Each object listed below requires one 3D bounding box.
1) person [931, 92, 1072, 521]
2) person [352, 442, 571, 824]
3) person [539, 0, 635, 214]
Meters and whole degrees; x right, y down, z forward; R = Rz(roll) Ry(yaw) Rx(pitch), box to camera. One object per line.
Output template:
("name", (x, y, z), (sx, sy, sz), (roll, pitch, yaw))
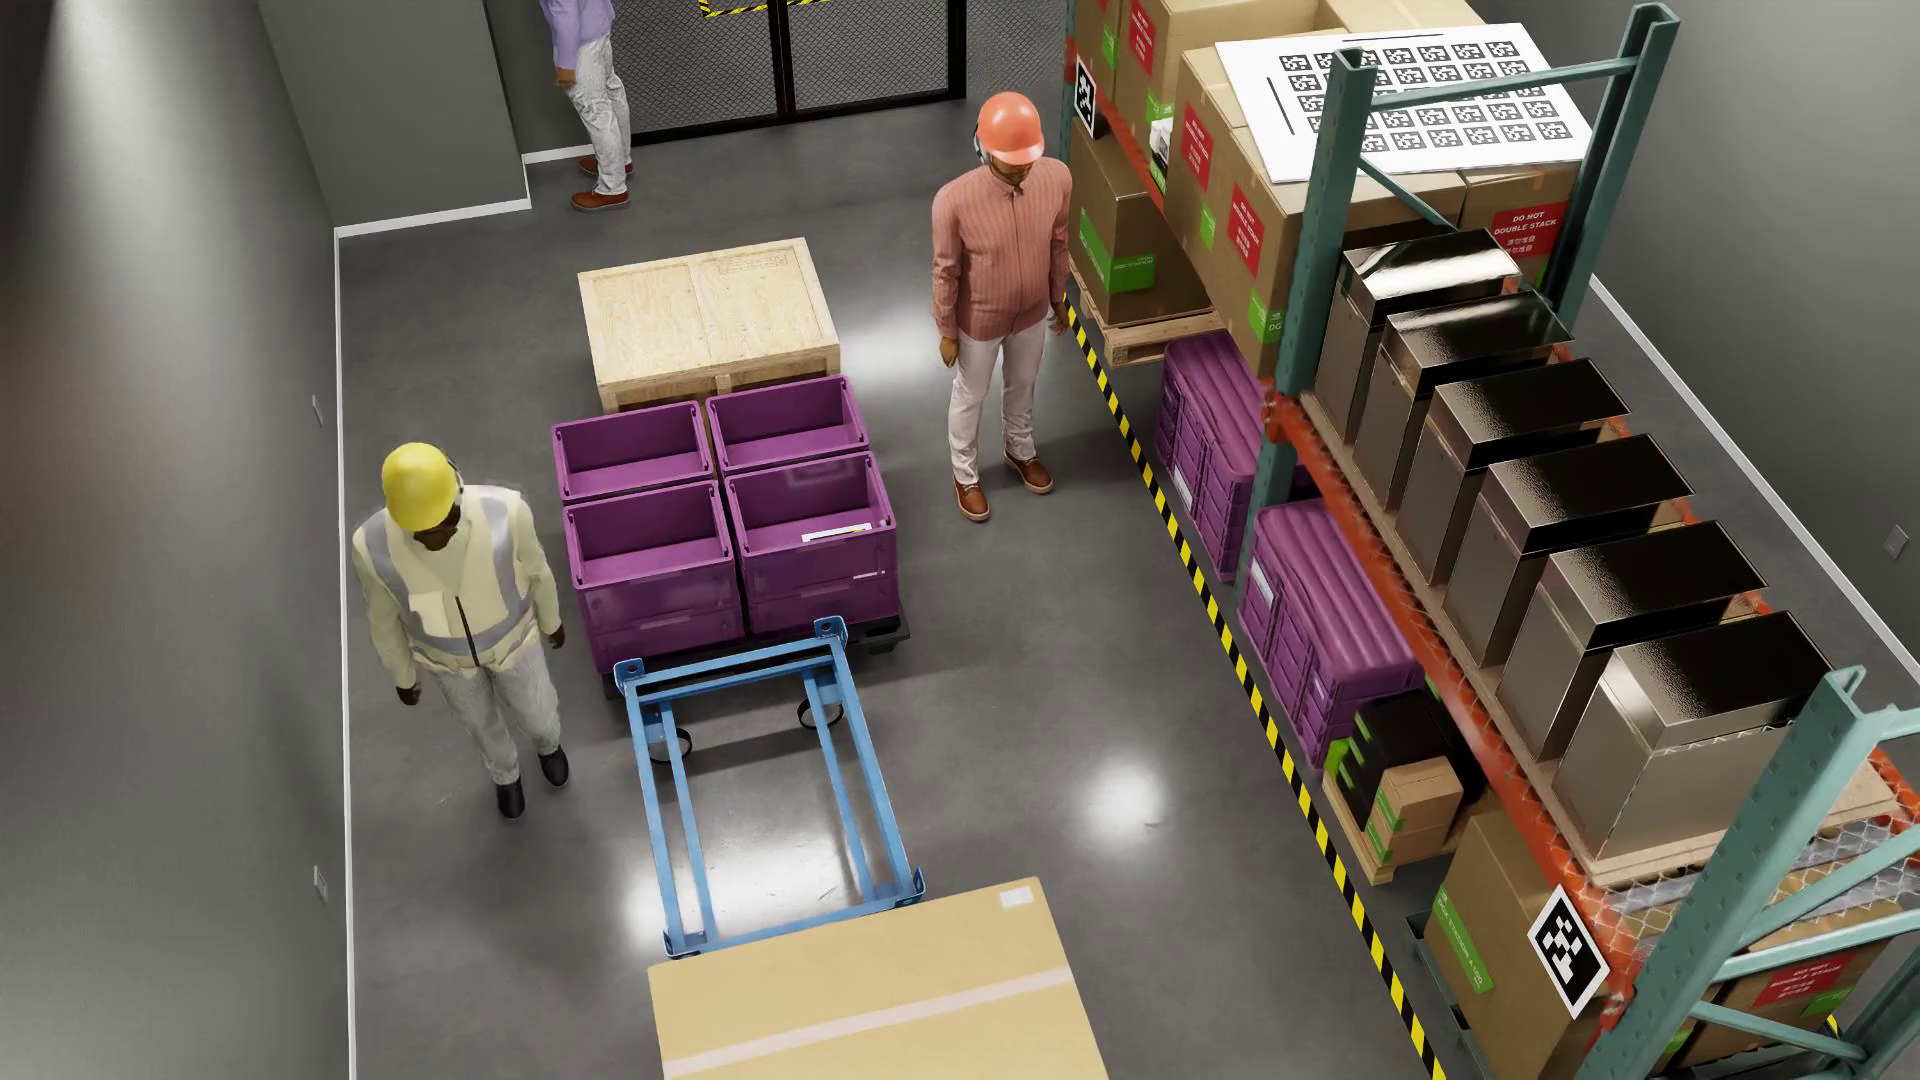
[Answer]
("person", (0.176, -0.924, 6.698), (0.613, 1.994, 0.382), (-22, 51, -19))
("person", (-1.653, 0.339, 5.657), (0.610, 1.816, 0.428), (-12, 49, -11))
("person", (-1.888, -2.504, 8.186), (0.379, 1.940, 0.629), (3, 47, 2))
